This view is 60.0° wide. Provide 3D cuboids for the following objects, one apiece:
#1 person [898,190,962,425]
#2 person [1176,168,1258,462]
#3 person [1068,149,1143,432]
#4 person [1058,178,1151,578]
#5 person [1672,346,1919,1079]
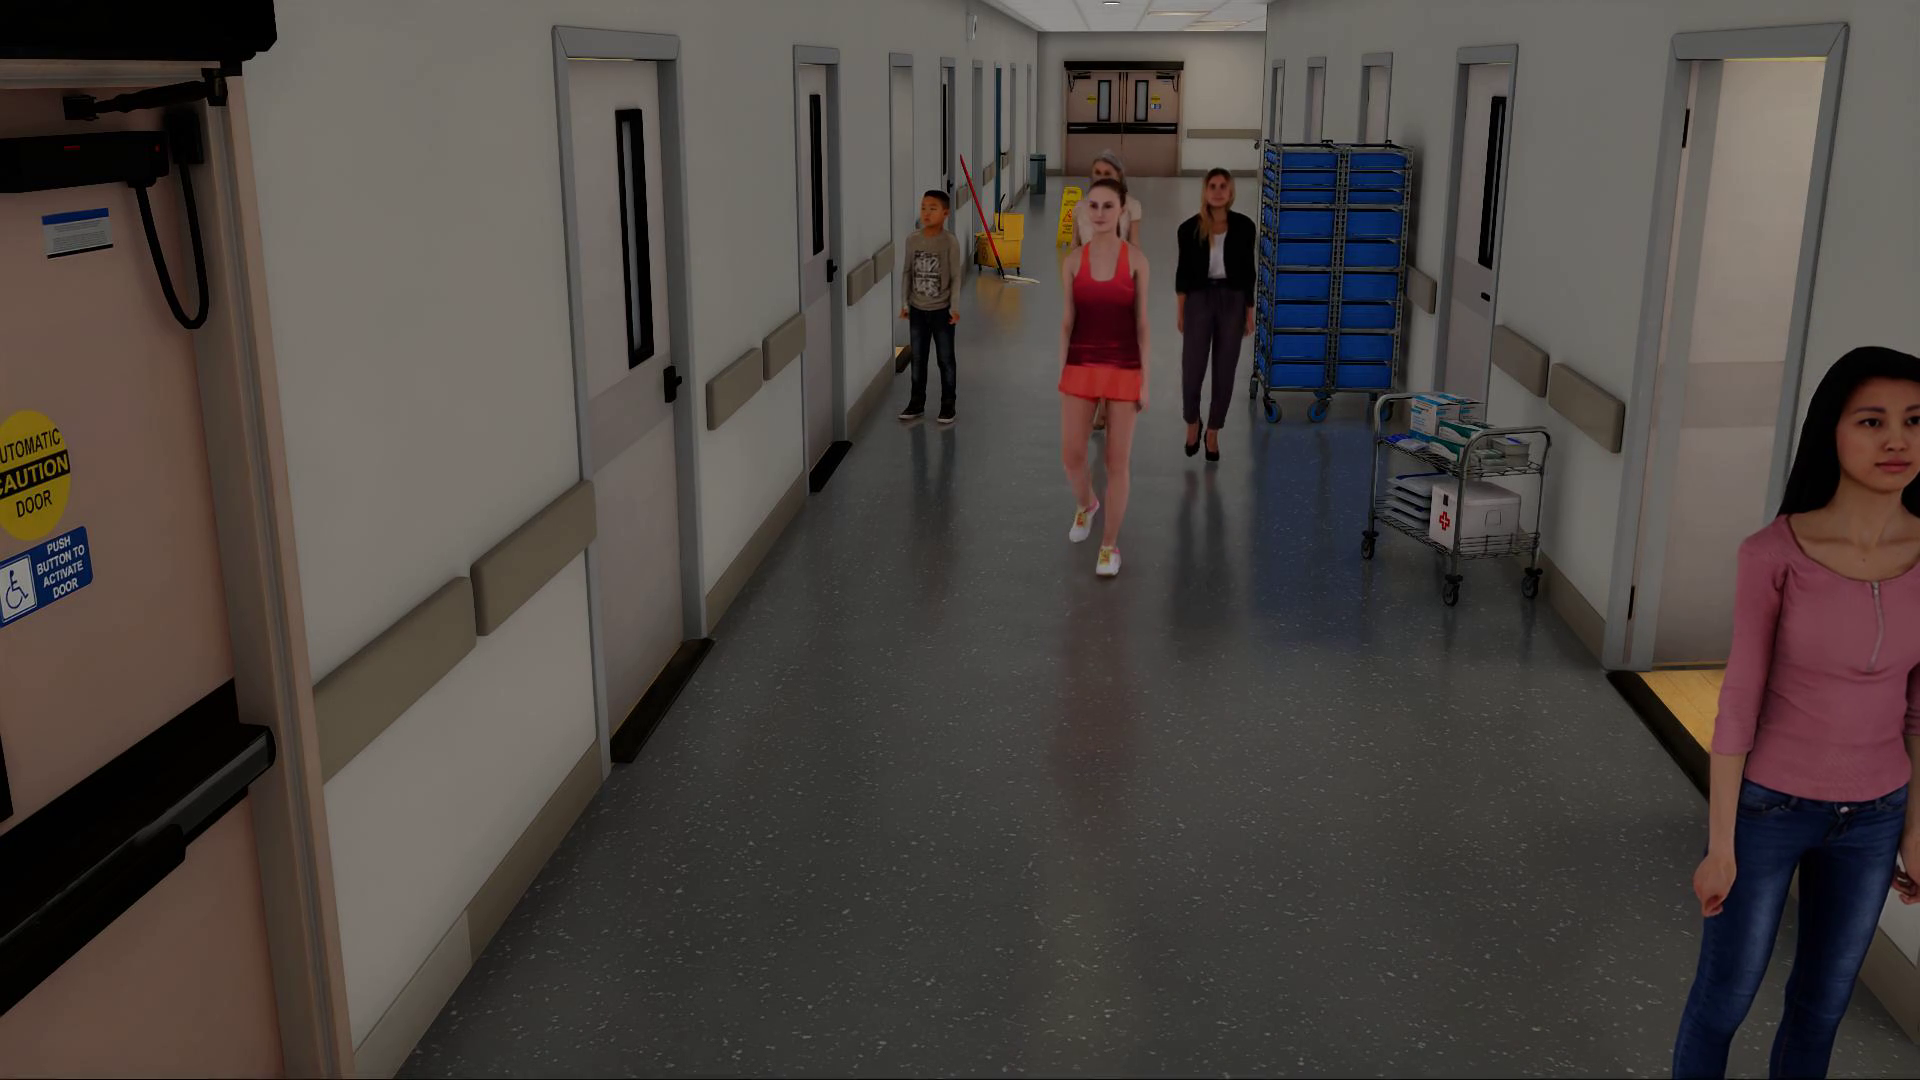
[{"bbox_3d":[-0.170,-1.496,10.638,0.612,1.465,0.599,6,17,22],"label":"person"},{"bbox_3d":[1.453,-1.276,9.500,0.605,1.660,0.598,0,16,1],"label":"person"},{"bbox_3d":[0.927,-1.524,10.263,0.725,1.723,0.753,9,18,28],"label":"person"},{"bbox_3d":[0.663,-0.732,7.421,0.601,1.742,0.745,3,16,10],"label":"person"},{"bbox_3d":[1.549,0.505,3.033,0.568,1.742,0.509,0,16,2],"label":"person"}]
